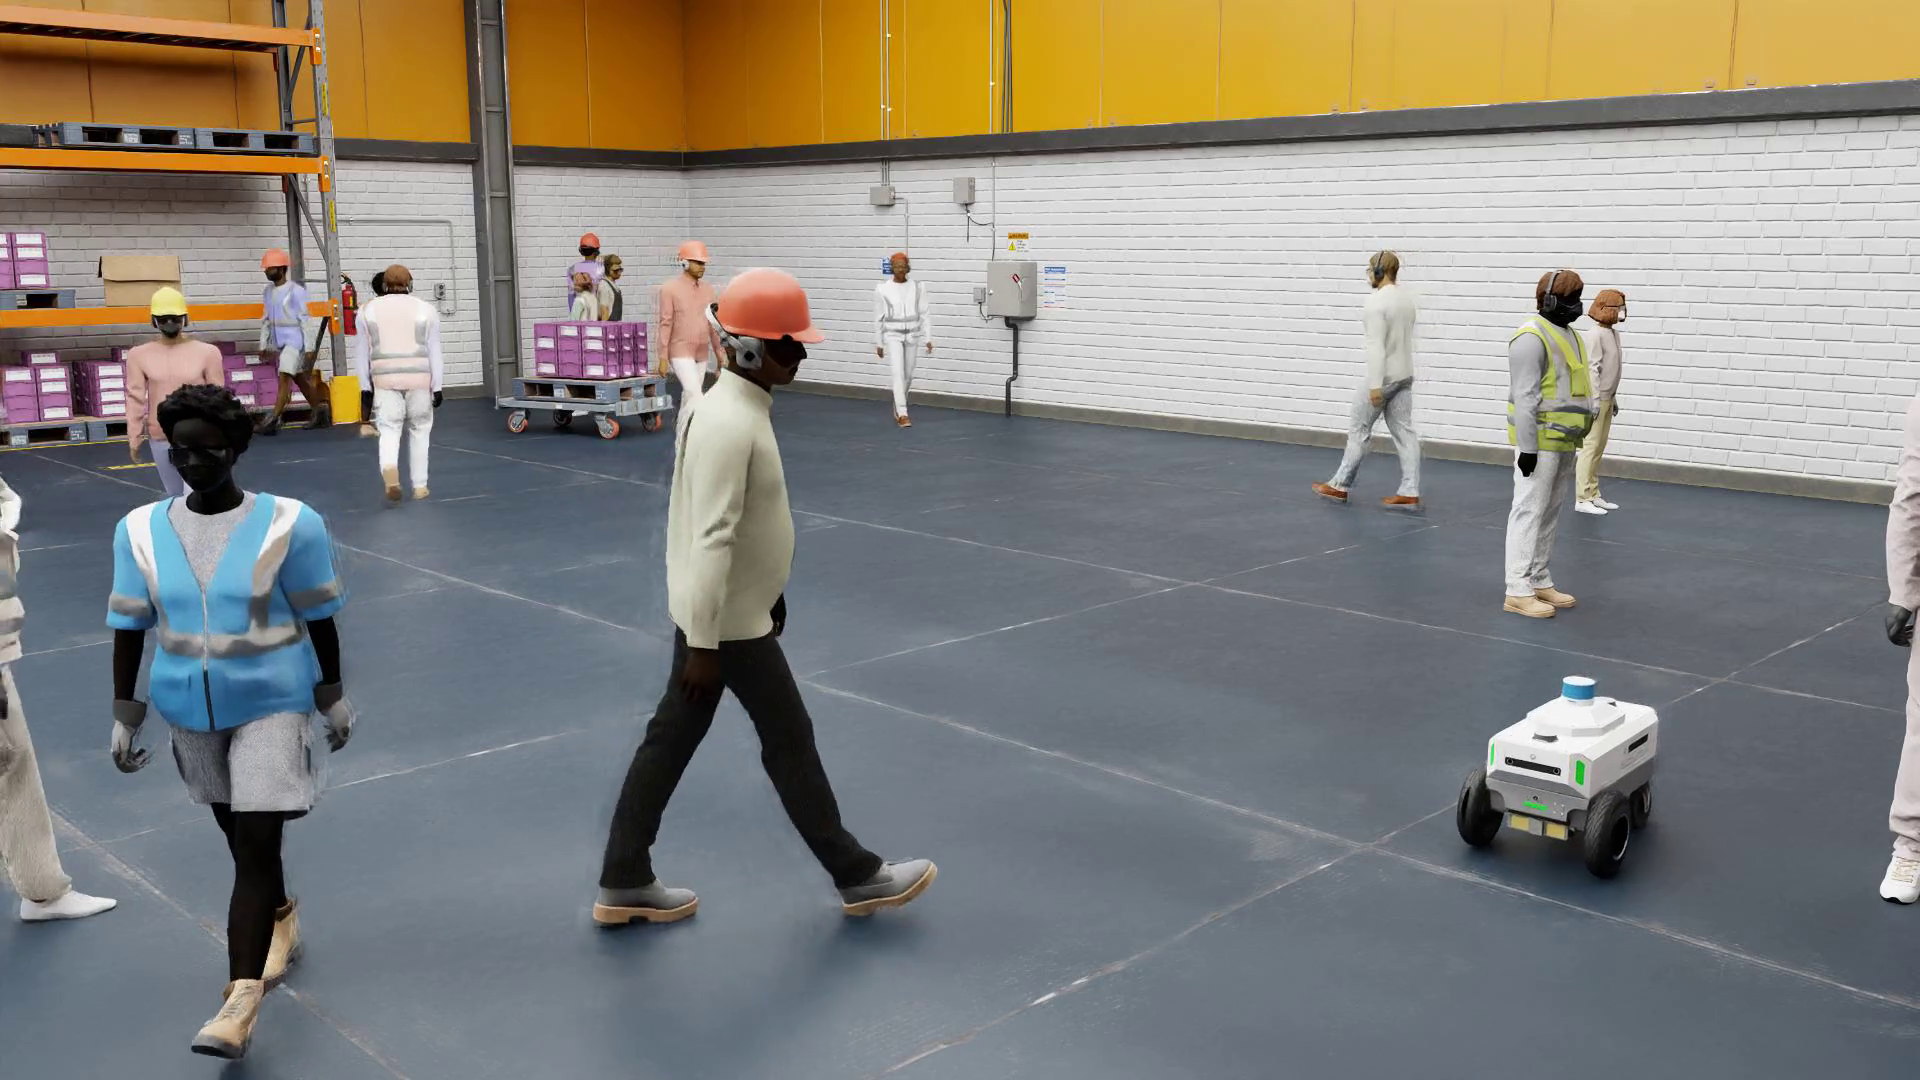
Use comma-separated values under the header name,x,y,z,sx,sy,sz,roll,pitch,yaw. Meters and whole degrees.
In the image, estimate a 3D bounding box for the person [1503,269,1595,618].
name,x,y,z,sx,sy,sz,roll,pitch,yaw
person,3.157,-0.518,8.914,0.429,1.842,0.633,9,13,39

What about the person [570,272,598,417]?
name,x,y,z,sx,sy,sz,roll,pitch,yaw
person,-4.206,-2.177,18.548,0.381,1.623,0.541,1,10,8

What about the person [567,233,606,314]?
name,x,y,z,sx,sy,sz,roll,pitch,yaw
person,-4.578,-2.793,20.757,0.607,2.048,0.367,2,11,9

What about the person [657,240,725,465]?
name,x,y,z,sx,sy,sz,roll,pitch,yaw
person,-2.269,-1.594,14.410,0.770,1.966,0.642,8,13,36

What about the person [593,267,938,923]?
name,x,y,z,sx,sy,sz,roll,pitch,yaw
person,-0.605,0.194,4.800,1.035,1.926,0.742,-2,11,-9

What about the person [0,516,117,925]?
name,x,y,z,sx,sy,sz,roll,pitch,yaw
person,-2.856,0.347,4.790,0.594,1.625,0.533,-6,12,-31

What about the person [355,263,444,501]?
name,x,y,z,sx,sy,sz,roll,pitch,yaw
person,-4.229,-1.177,12.583,0.632,1.814,0.746,-2,11,-12

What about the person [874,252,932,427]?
name,x,y,z,sx,sy,sz,roll,pitch,yaw
person,-0.639,-2.170,17.905,0.578,1.857,0.915,-3,11,-16

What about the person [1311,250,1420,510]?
name,x,y,z,sx,sy,sz,roll,pitch,yaw
person,3.080,-1.190,12.407,0.937,1.898,0.653,10,14,44

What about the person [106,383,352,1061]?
name,x,y,z,sx,sy,sz,roll,pitch,yaw
person,-1.861,0.440,4.175,0.551,1.649,0.876,0,10,-1

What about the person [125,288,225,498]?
name,x,y,z,sx,sy,sz,roll,pitch,yaw
person,-4.610,-0.623,9.819,0.538,1.721,0.930,-3,11,-16

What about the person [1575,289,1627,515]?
name,x,y,z,sx,sy,sz,roll,pitch,yaw
person,4.702,-1.012,12.175,0.280,1.633,0.500,8,13,36

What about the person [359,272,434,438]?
name,x,y,z,sx,sy,sz,roll,pitch,yaw
person,-5.770,-1.874,16.818,0.536,1.648,0.867,5,11,23

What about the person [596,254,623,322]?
name,x,y,z,sx,sy,sz,roll,pitch,yaw
person,-4.069,-2.346,18.969,0.567,1.815,0.586,0,10,2

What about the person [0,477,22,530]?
name,x,y,z,sx,sy,sz,roll,pitch,yaw
person,-6.645,-0.919,11.059,0.532,1.856,0.439,3,11,18

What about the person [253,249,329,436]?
name,x,y,z,sx,sy,sz,roll,pitch,yaw
person,-6.895,-2.018,17.008,0.562,1.882,1.026,7,12,32

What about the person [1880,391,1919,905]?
name,x,y,z,sx,sy,sz,roll,pitch,yaw
person,3.102,0.178,4.938,0.643,1.909,0.410,5,11,25

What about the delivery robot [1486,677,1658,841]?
name,x,y,z,sx,sy,sz,roll,pitch,yaw
delivery robot,2.044,0.699,5.533,0.477,0.478,0.707,9,14,40
